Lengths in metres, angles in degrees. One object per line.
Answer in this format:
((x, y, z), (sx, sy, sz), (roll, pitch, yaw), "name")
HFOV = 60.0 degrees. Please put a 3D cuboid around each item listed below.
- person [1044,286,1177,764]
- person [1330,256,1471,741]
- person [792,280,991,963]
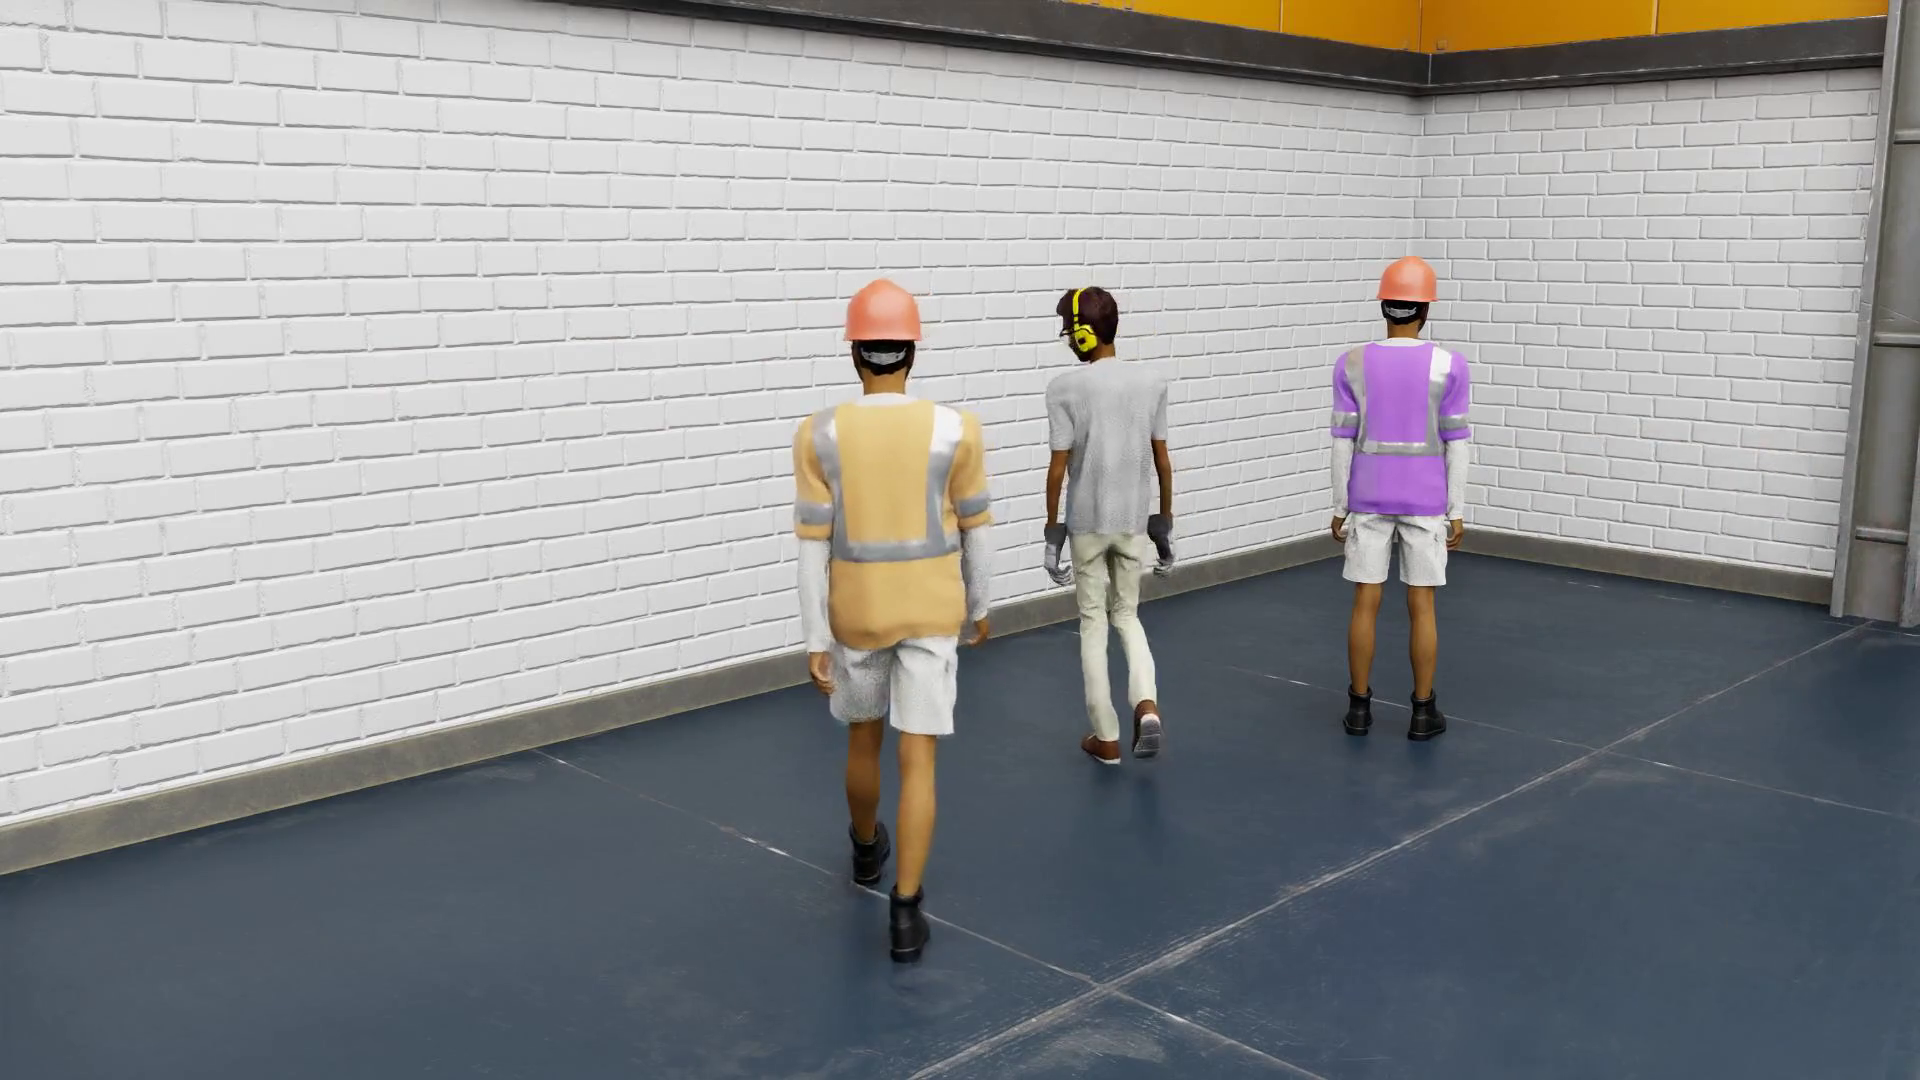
((0.577, -0.024, 6.252), (0.542, 1.830, 0.483), (-3, 11, -14), "person")
((1.758, -0.158, 6.683), (0.542, 1.939, 0.361), (4, 11, 21), "person")
((-0.189, 0.200, 4.870), (0.552, 1.896, 0.858), (1, 10, 4), "person")
